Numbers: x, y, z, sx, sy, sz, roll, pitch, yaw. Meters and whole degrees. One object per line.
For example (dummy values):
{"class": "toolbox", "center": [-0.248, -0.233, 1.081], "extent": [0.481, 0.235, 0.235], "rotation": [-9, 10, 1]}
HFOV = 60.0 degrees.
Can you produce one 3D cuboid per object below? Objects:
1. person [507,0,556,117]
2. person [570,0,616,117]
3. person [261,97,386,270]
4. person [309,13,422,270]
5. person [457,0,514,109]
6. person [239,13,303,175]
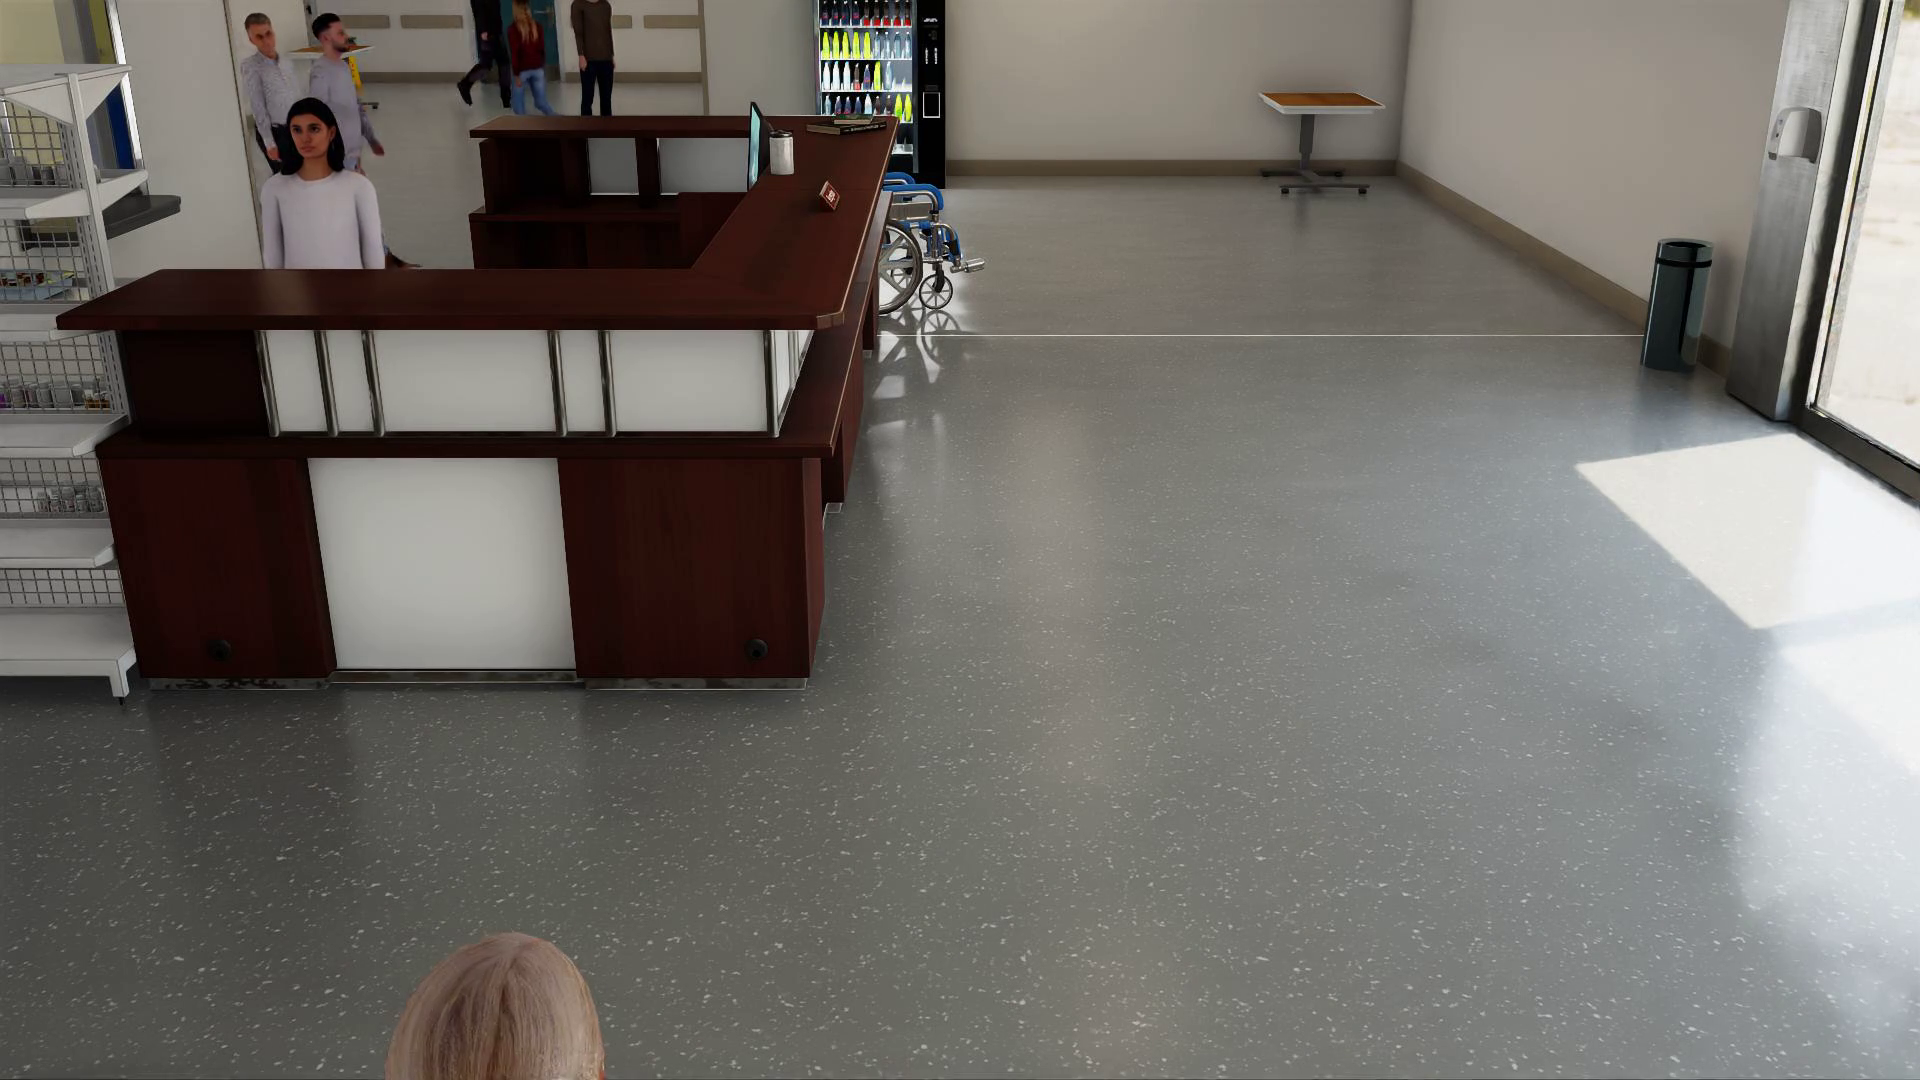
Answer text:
{"class": "person", "center": [-4.681, -5.110, 18.236], "extent": [1.014, 1.608, 1.053], "rotation": [-19, 28, -40]}
{"class": "person", "center": [-4.079, -5.397, 18.596], "extent": [0.736, 1.889, 0.796], "rotation": [-19, 28, -41]}
{"class": "person", "center": [-2.542, -0.877, 6.779], "extent": [0.531, 1.807, 0.709], "rotation": [-4, 21, -11]}
{"class": "person", "center": [-4.419, -2.724, 11.651], "extent": [0.968, 1.810, 0.704], "rotation": [-1, 21, -3]}
{"class": "person", "center": [-6.258, -6.643, 21.881], "extent": [1.197, 1.892, 0.924], "rotation": [7, 22, 17]}
{"class": "person", "center": [-5.114, -2.986, 12.374], "extent": [0.906, 1.788, 0.820], "rotation": [7, 22, 19]}
